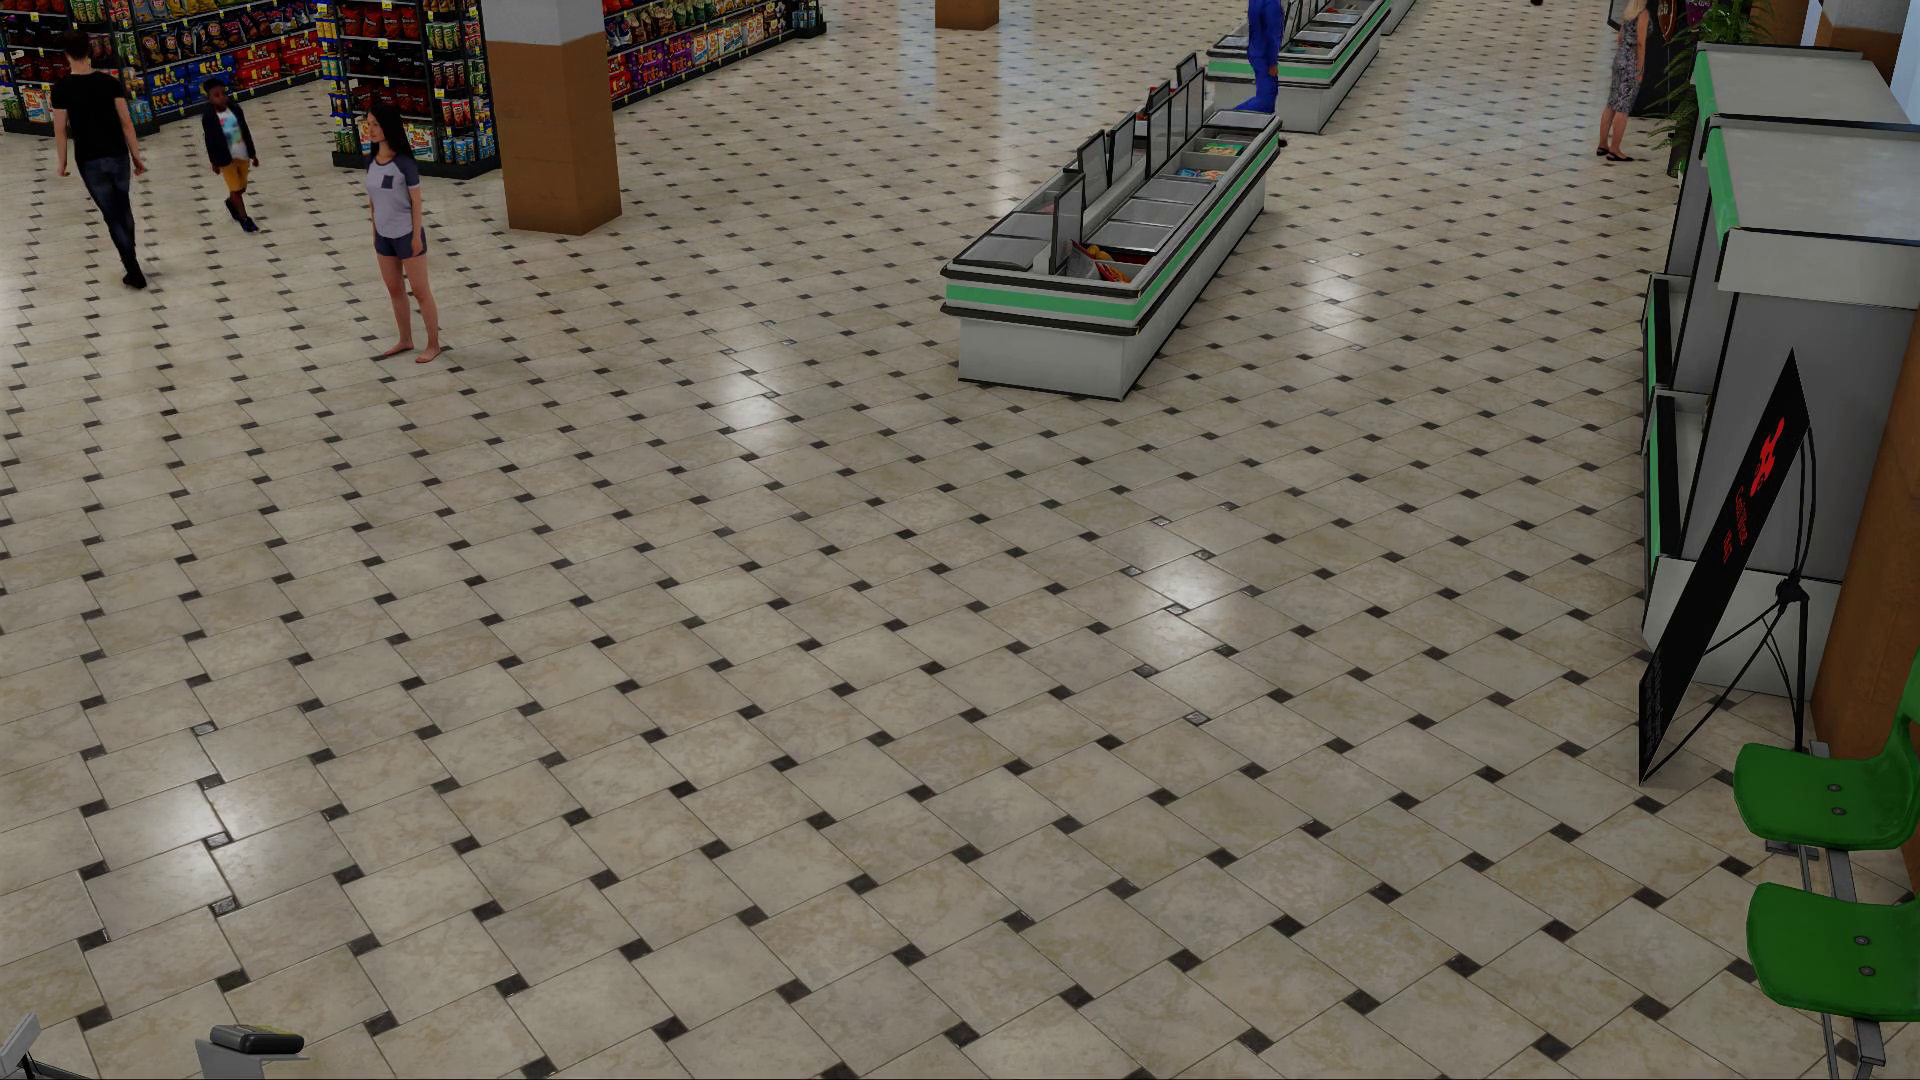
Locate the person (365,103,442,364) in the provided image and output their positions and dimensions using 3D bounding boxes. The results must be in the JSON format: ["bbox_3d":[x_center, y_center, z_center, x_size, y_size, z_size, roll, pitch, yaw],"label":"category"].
[{"bbox_3d":[-3.717,-2.037,11.036,0.618,1.707,0.566,13,30,24],"label":"person"}]

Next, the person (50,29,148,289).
[{"bbox_3d":[-6.318,-2.784,12.323,1.006,1.874,1.003,-23,35,-38],"label":"person"}]

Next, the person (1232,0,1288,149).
[{"bbox_3d":[2.867,-4.644,16.066,1.056,1.806,1.098,-3,27,-6],"label":"person"}]

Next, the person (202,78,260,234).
[{"bbox_3d":[-6.092,-3.216,13.861,0.752,1.254,0.852,20,33,34],"label":"person"}]

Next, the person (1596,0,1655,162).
[{"bbox_3d":[6.384,-4.517,15.929,0.700,1.703,0.571,-3,27,-5],"label":"person"}]
